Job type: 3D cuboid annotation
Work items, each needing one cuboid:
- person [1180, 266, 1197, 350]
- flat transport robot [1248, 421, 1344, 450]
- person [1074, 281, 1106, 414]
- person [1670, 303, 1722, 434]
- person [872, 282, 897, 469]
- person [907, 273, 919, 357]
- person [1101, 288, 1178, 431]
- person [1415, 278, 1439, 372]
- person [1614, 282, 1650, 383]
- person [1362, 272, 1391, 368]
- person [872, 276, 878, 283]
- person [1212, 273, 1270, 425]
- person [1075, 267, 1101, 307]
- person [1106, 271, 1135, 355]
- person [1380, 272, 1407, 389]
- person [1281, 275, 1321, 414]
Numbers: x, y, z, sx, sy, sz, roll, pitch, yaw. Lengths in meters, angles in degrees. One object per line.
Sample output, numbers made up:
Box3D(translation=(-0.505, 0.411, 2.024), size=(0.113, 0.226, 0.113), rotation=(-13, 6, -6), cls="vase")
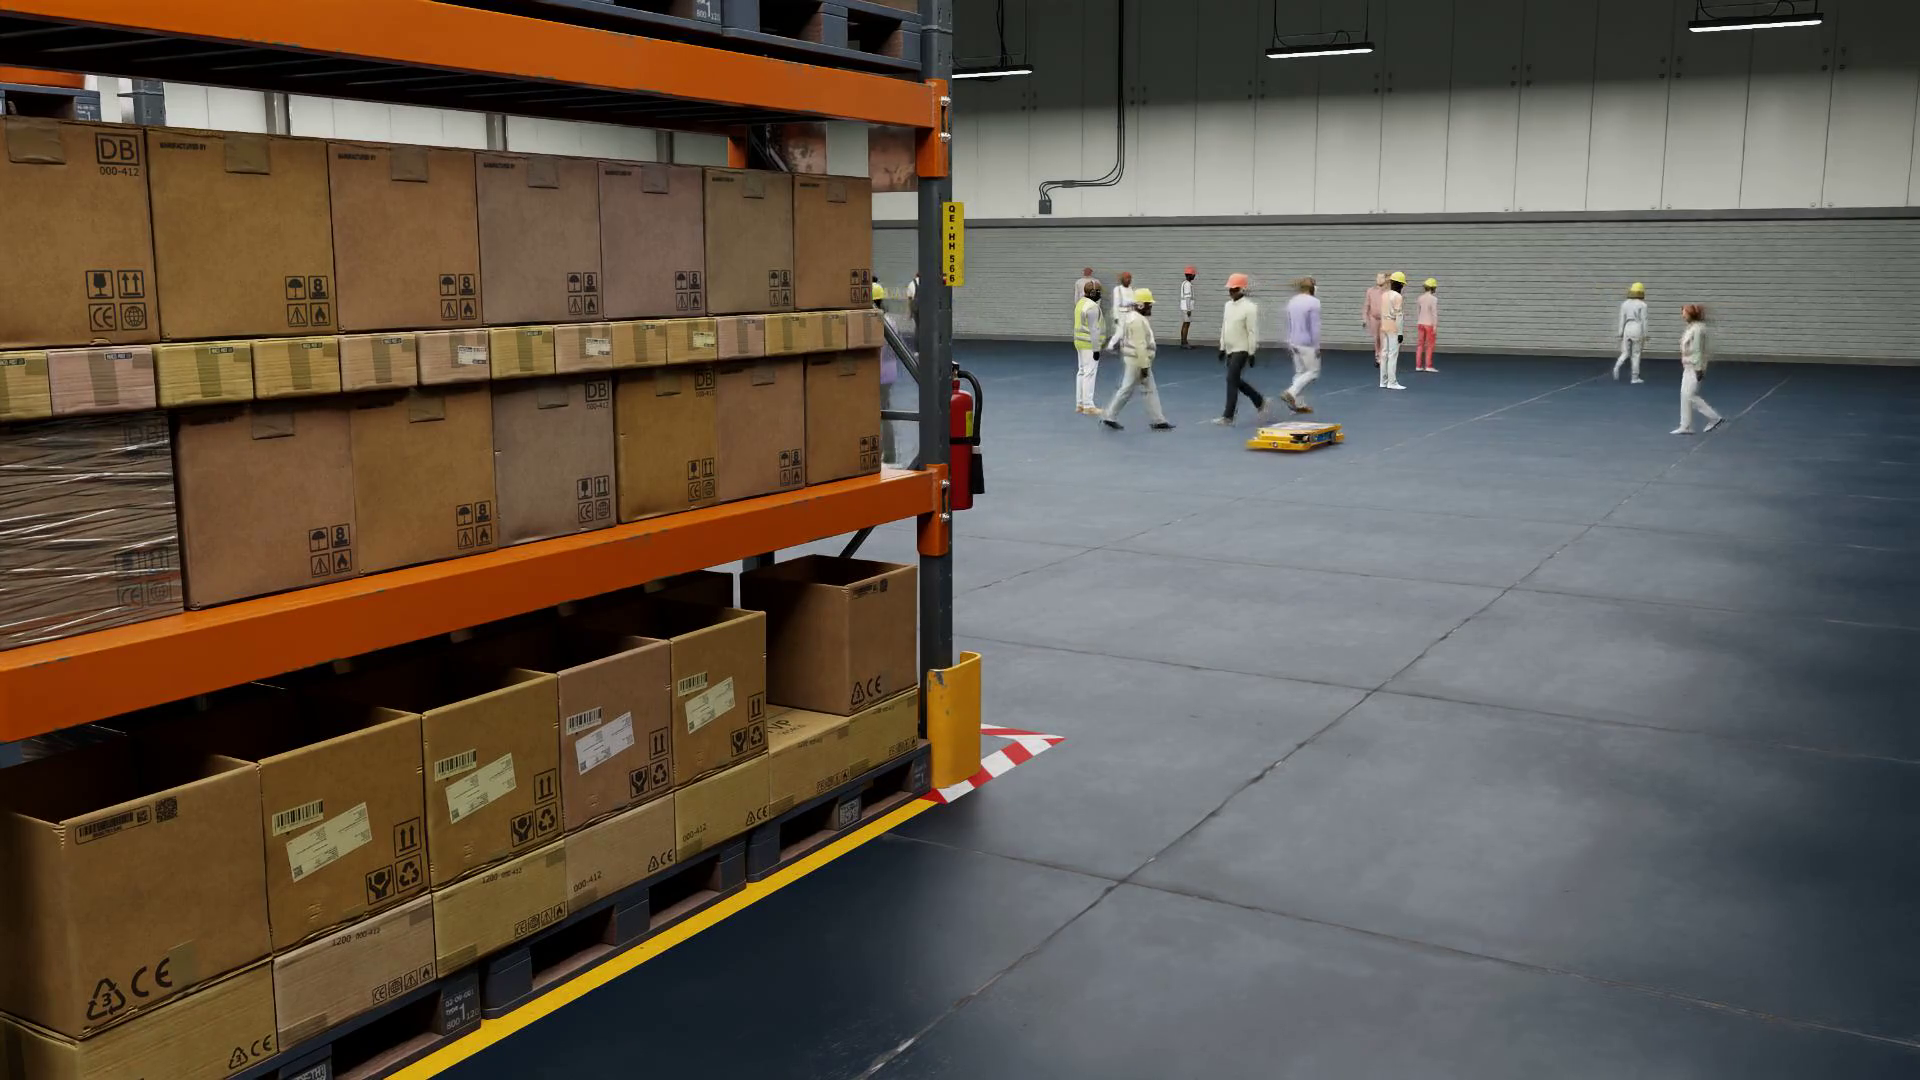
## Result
Box3D(translation=(5.342, -5.412, 38.829), size=(0.368, 1.935, 0.552), rotation=(0, 10, 1), cls="person")
Box3D(translation=(3.864, -1.203, 19.058), size=(0.652, 0.197, 1.431), rotation=(6, 11, 30), cls="flat transport robot")
Box3D(translation=(1.800, -2.660, 23.026), size=(0.429, 1.835, 0.630), rotation=(-2, 10, -14), cls="person")
Box3D(translation=(8.958, -2.070, 20.182), size=(0.471, 1.618, 0.557), rotation=(2, 10, 10), cls="person")
Box3D(translation=(-0.887, -1.638, 16.805), size=(0.570, 1.905, 0.630), rotation=(-1, 10, -5), cls="person")
Box3D(translation=(-0.760, -4.965, 35.910), size=(0.843, 2.000, 0.631), rotation=(7, 12, 35), cls="person")
Box3D(translation=(2.206, -2.230, 20.658), size=(0.940, 1.785, 0.610), rotation=(2, 10, 12), cls="person")
Box3D(translation=(8.813, -4.037, 31.286), size=(0.330, 1.765, 0.532), rotation=(-5, 11, -26), cls="person")
Box3D(translation=(11.522, -3.540, 28.464), size=(0.524, 1.732, 0.503), rotation=(-6, 11, -30), cls="person")
Box3D(translation=(8.138, -4.260, 32.292), size=(0.674, 1.865, 0.974), rotation=(6, 11, 30), cls="person")
Box3D(translation=(-2.145, -5.553, 40.409), size=(0.535, 1.681, 0.342), rotation=(9, 13, 42), cls="person")
Box3D(translation=(3.659, -2.472, 21.529), size=(0.827, 1.967, 0.612), rotation=(-4, 10, -20), cls="person")
Box3D(translation=(3.171, -5.813, 41.264), size=(0.643, 1.909, 0.400), rotation=(1, 10, 8), cls="person")
Box3D(translation=(3.447, -4.808, 35.541), size=(0.594, 1.857, 0.709), rotation=(-5, 11, -28), cls="person")
Box3D(translation=(7.111, -3.428, 27.269), size=(0.376, 1.918, 0.584), rotation=(-2, 10, -13), cls="person")
Box3D(translation=(4.661, -2.659, 22.757), size=(0.522, 1.920, 0.646), rotation=(-4, 11, -23), cls="person")
